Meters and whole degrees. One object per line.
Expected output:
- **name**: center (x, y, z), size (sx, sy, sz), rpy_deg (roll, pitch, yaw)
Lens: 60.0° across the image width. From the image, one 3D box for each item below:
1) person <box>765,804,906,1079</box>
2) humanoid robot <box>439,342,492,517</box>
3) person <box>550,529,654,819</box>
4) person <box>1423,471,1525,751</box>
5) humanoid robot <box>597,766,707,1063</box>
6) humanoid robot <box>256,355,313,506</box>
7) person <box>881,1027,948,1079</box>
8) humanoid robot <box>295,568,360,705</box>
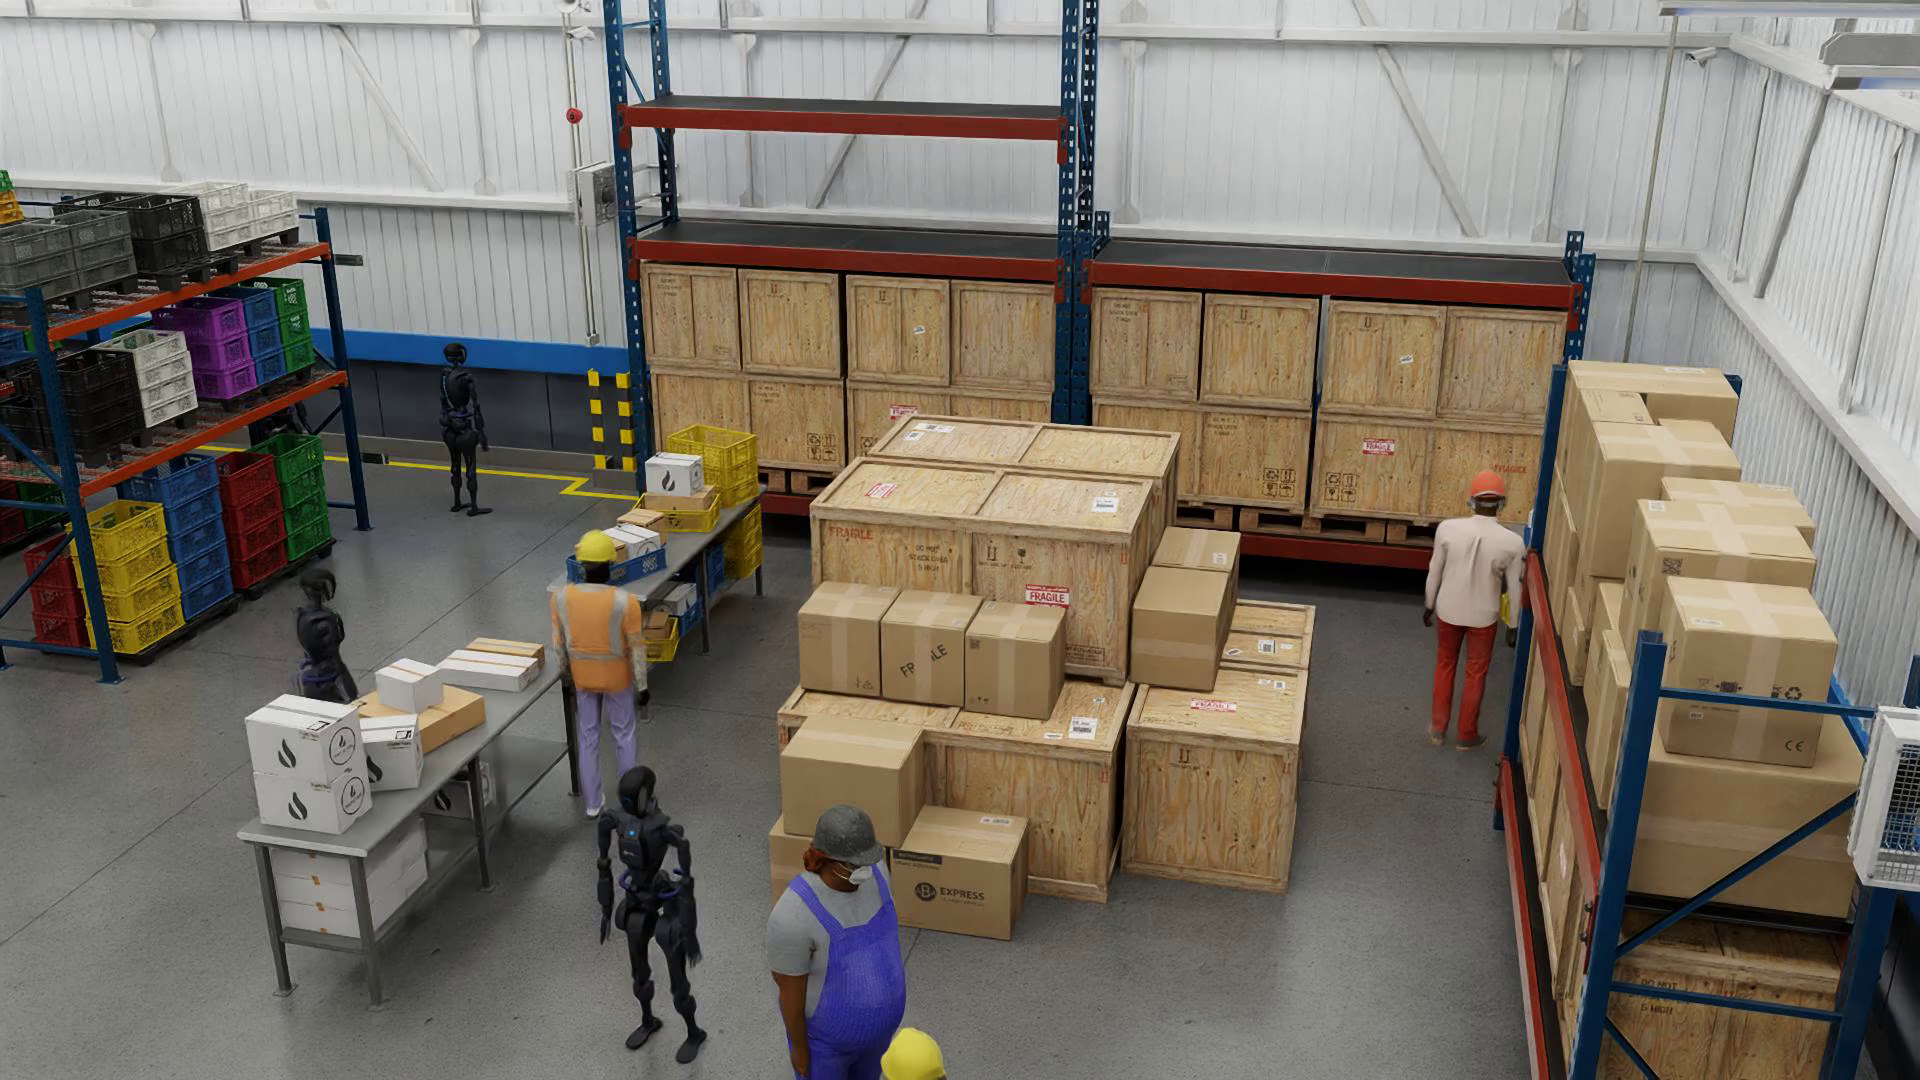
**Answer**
- **person**: center (-0.479, 2.042, 7.225), size (0.536, 2.000, 0.682), rpy_deg (18, 27, 38)
- **humanoid robot**: center (-4.754, -1.069, 15.848), size (0.603, 1.657, 0.315), rpy_deg (16, 26, 36)
- **person**: center (-2.246, 0.851, 10.502), size (0.592, 1.922, 0.383), rpy_deg (3, 21, 7)
- **person**: center (3.511, 0.490, 11.389), size (0.647, 1.970, 0.445), rpy_deg (11, 23, 26)
- **humanoid robot**: center (-1.523, 1.845, 8.244), size (0.576, 1.646, 0.358), rpy_deg (8, 22, 20)
- **humanoid robot**: center (-6.472, -1.072, 15.860), size (0.320, 1.657, 0.611), rpy_deg (11, 24, 27)
- **person**: center (-0.159, 2.581, 6.195), size (0.522, 1.768, 0.311), rpy_deg (-19, 28, -40)
- **humanoid robot**: center (-3.938, 0.955, 10.571), size (0.439, 1.645, 0.601), rpy_deg (-9, 23, -23)
